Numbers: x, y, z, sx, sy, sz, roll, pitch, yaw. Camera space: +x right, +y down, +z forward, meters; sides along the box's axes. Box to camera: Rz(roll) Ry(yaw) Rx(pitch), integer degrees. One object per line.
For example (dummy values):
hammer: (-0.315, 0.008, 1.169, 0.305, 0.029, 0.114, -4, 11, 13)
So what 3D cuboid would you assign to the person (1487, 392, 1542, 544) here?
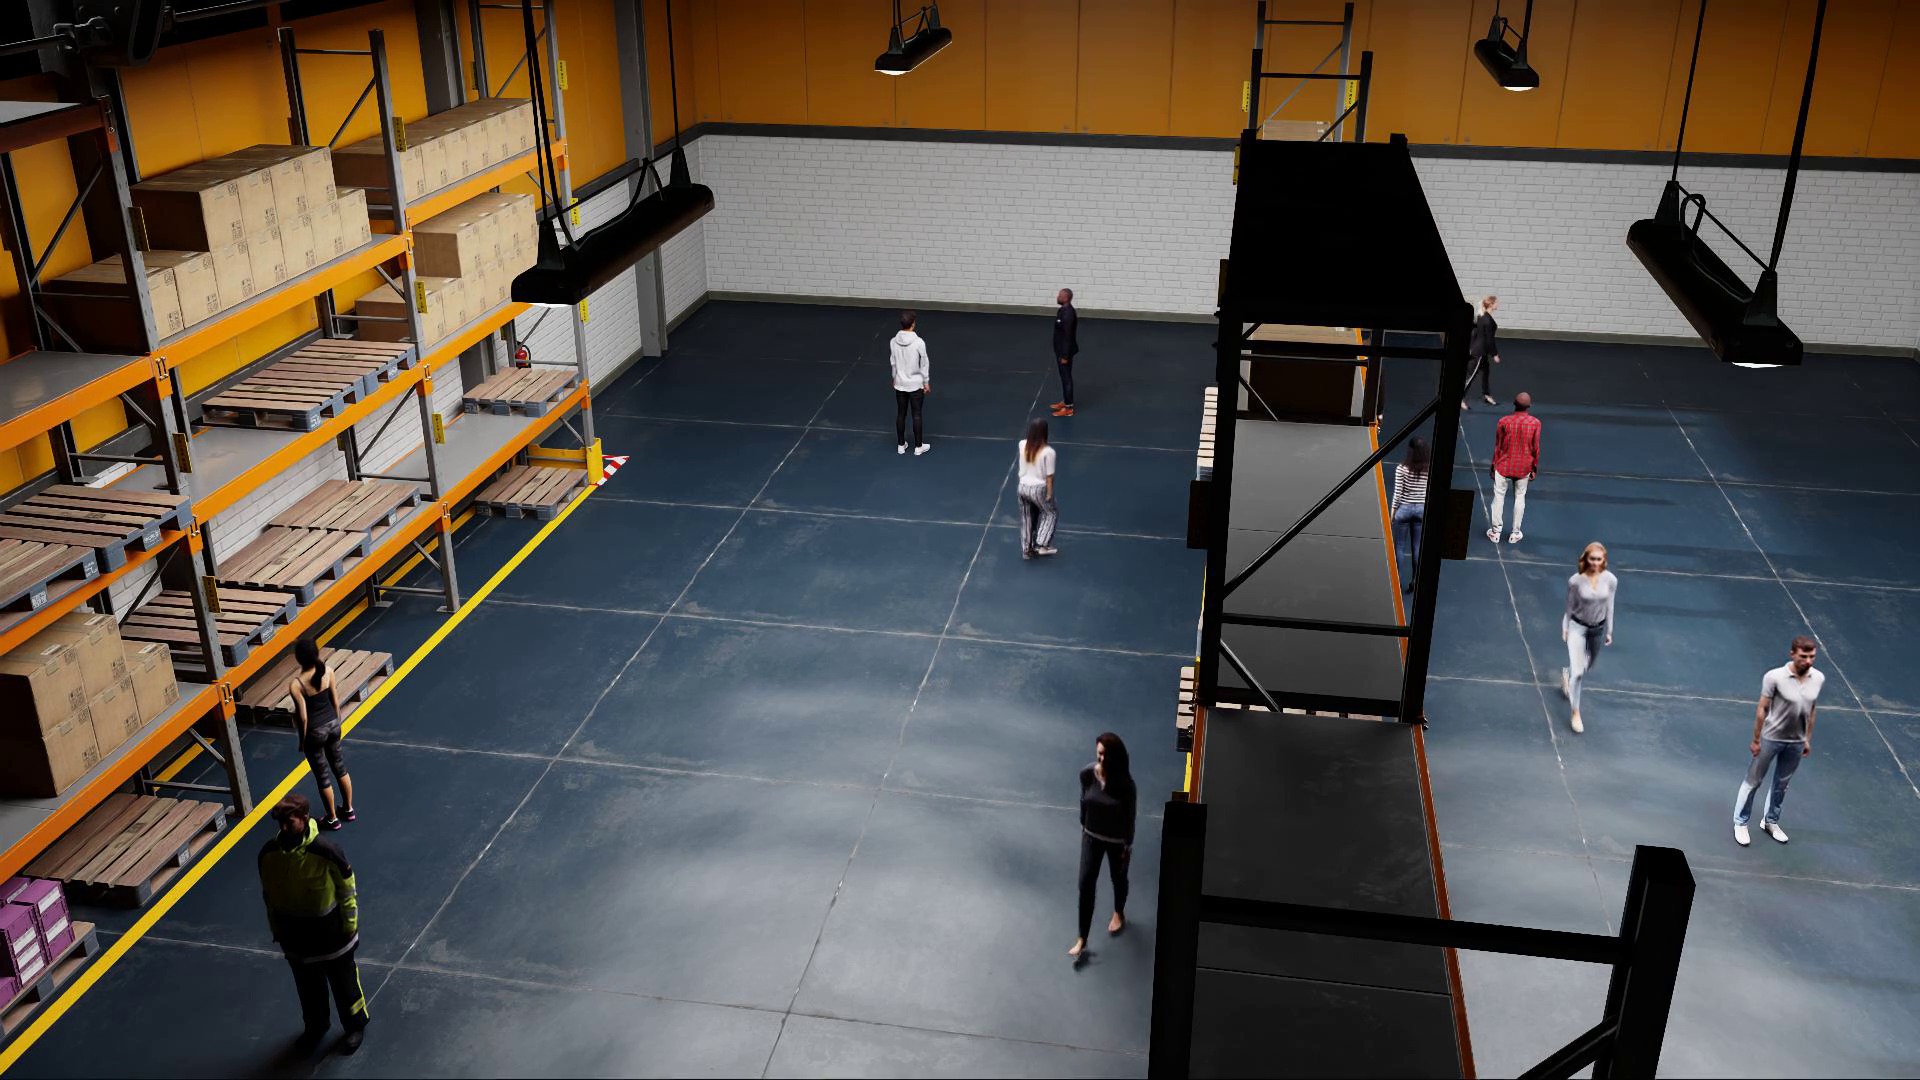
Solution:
person: (6.406, -0.851, 19.245, 0.680, 1.820, 0.575, 6, 24, 13)

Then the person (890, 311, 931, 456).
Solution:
person: (-0.667, -2.071, 21.898, 0.709, 1.931, 0.648, 8, 25, 17)

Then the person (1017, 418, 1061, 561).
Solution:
person: (0.807, -0.555, 18.763, 0.815, 1.665, 0.852, 17, 29, 34)

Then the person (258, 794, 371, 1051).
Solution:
person: (-4.351, 2.567, 11.227, 0.801, 1.981, 0.681, 1, 24, 2)

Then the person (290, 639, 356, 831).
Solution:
person: (-5.282, 1.598, 13.760, 0.710, 1.727, 0.604, 15, 28, 30)

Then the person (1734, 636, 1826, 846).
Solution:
person: (6.701, 1.613, 13.571, 0.689, 1.850, 0.622, -1, 24, -2)

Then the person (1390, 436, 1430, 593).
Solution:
person: (4.853, -0.262, 17.930, 0.634, 1.794, 0.566, 0, 24, 0)

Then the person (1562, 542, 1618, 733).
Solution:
person: (5.810, 0.829, 15.462, 0.684, 1.772, 1.127, 2, 24, 4)

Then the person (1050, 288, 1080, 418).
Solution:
person: (1.490, -2.652, 23.368, 0.787, 1.818, 0.600, 0, 24, -1)

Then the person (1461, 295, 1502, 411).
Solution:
person: (7.236, -2.609, 23.446, 0.706, 1.677, 0.832, 2, 24, 5)

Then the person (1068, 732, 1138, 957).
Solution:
person: (1.132, 2.184, 12.408, 0.752, 1.736, 1.003, 9, 25, 19)

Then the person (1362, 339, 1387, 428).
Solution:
person: (5.028, -1.594, 20.842, 0.699, 1.904, 0.606, 3, 24, 7)
